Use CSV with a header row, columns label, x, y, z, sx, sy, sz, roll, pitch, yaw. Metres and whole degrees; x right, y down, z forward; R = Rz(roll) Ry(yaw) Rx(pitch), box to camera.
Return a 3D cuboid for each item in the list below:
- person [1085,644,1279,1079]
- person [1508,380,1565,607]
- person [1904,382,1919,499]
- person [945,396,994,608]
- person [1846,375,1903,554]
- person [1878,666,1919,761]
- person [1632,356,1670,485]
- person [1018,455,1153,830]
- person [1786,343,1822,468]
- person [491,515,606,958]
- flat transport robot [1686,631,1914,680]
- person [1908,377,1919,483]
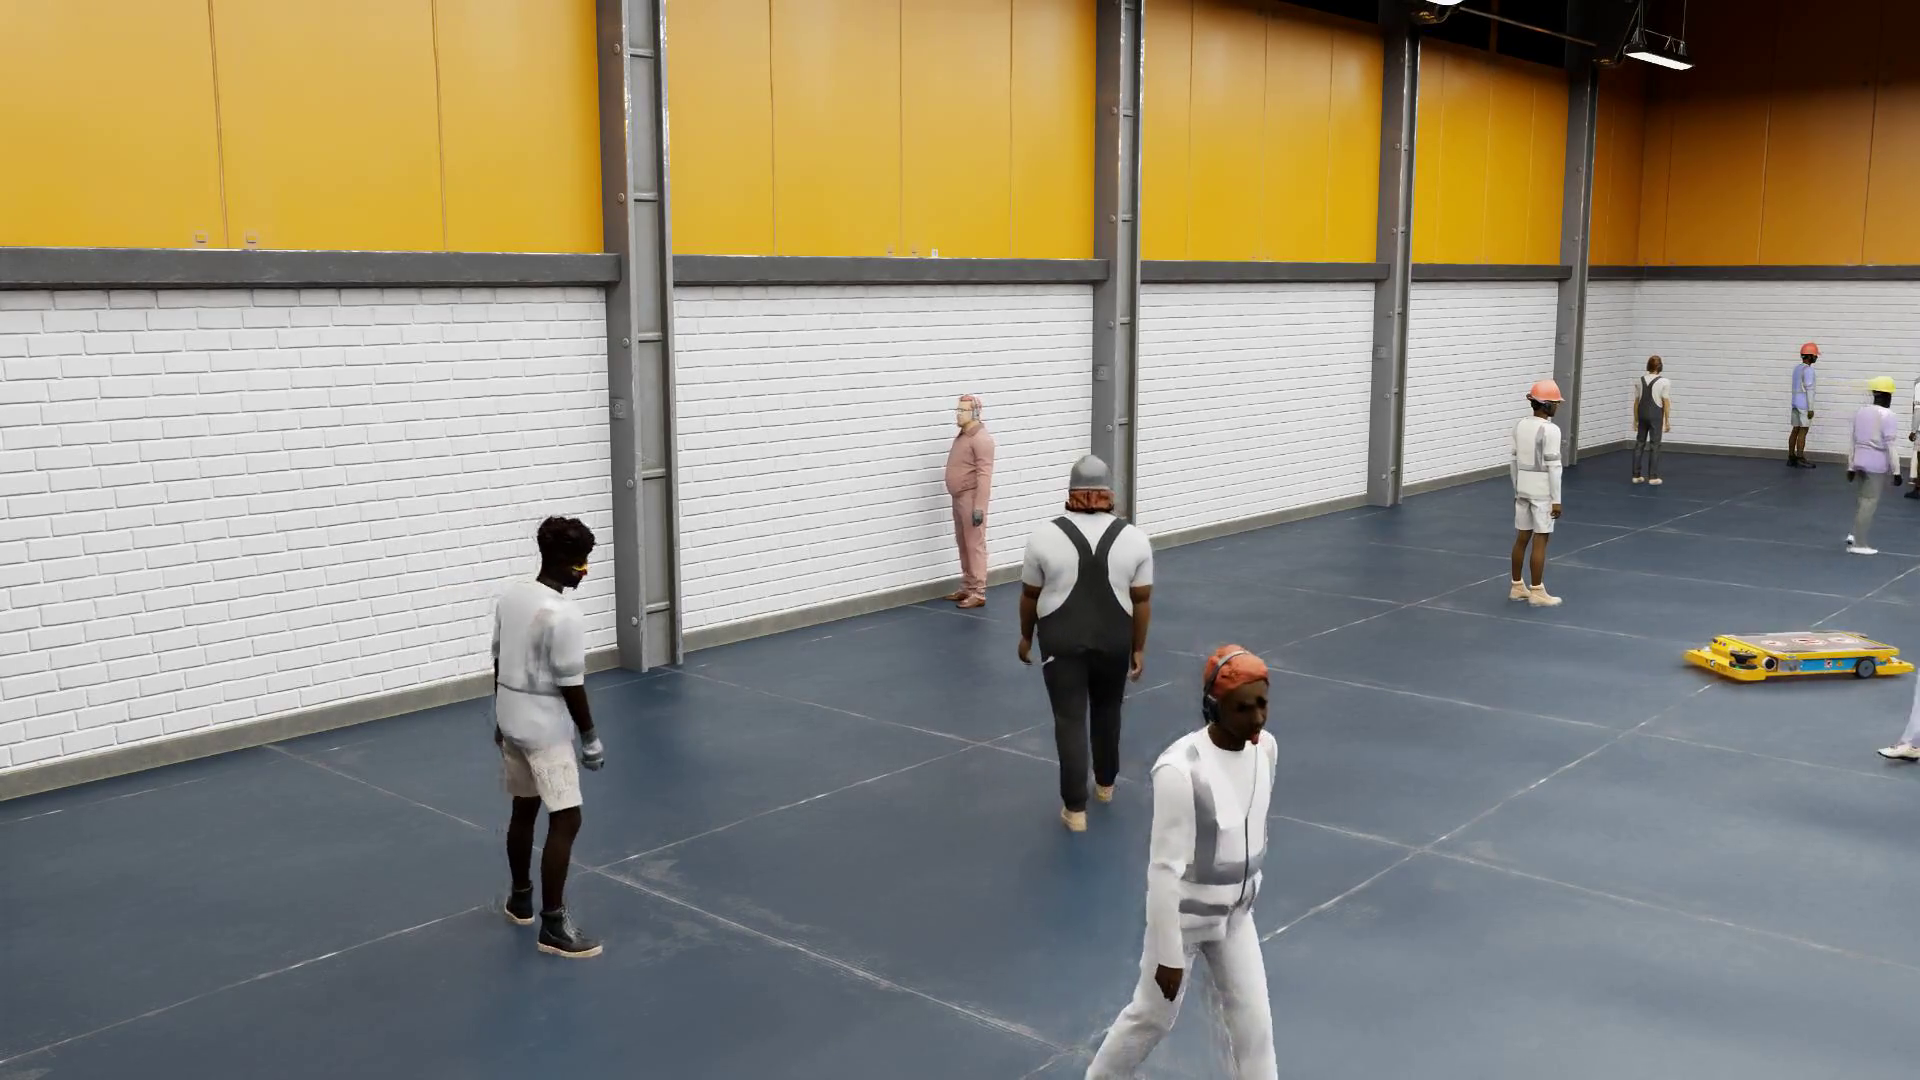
label,x,y,z,sx,sy,sz,roll,pitch,yaw
person,0.775,1.215,5.404,0.628,1.836,1.007,-8,12,-40
person,5.224,-0.423,15.006,0.372,2.042,0.615,-3,10,-18
person,12.883,-1.500,22.089,0.545,1.942,0.352,-1,9,-6
person,0.077,-0.337,14.944,0.423,1.914,0.681,-3,10,-20
person,9.728,-0.790,17.699,0.494,1.912,0.586,-1,9,-7
person,5.953,0.523,9.992,0.787,1.732,0.552,-2,9,-15
person,9.850,-1.705,23.718,0.339,1.840,0.511,-7,12,-38
person,0.668,0.509,9.164,0.698,2.000,0.894,-1,9,-4
person,13.076,-2.080,25.743,0.362,1.938,0.545,0,9,1
person,-1.882,0.839,7.461,0.393,1.934,0.790,-8,12,-39
flat transport robot,6.309,0.859,12.500,1.431,0.197,0.652,-1,9,-9
person,13.768,-1.702,23.643,0.329,1.858,0.516,-4,10,-24
